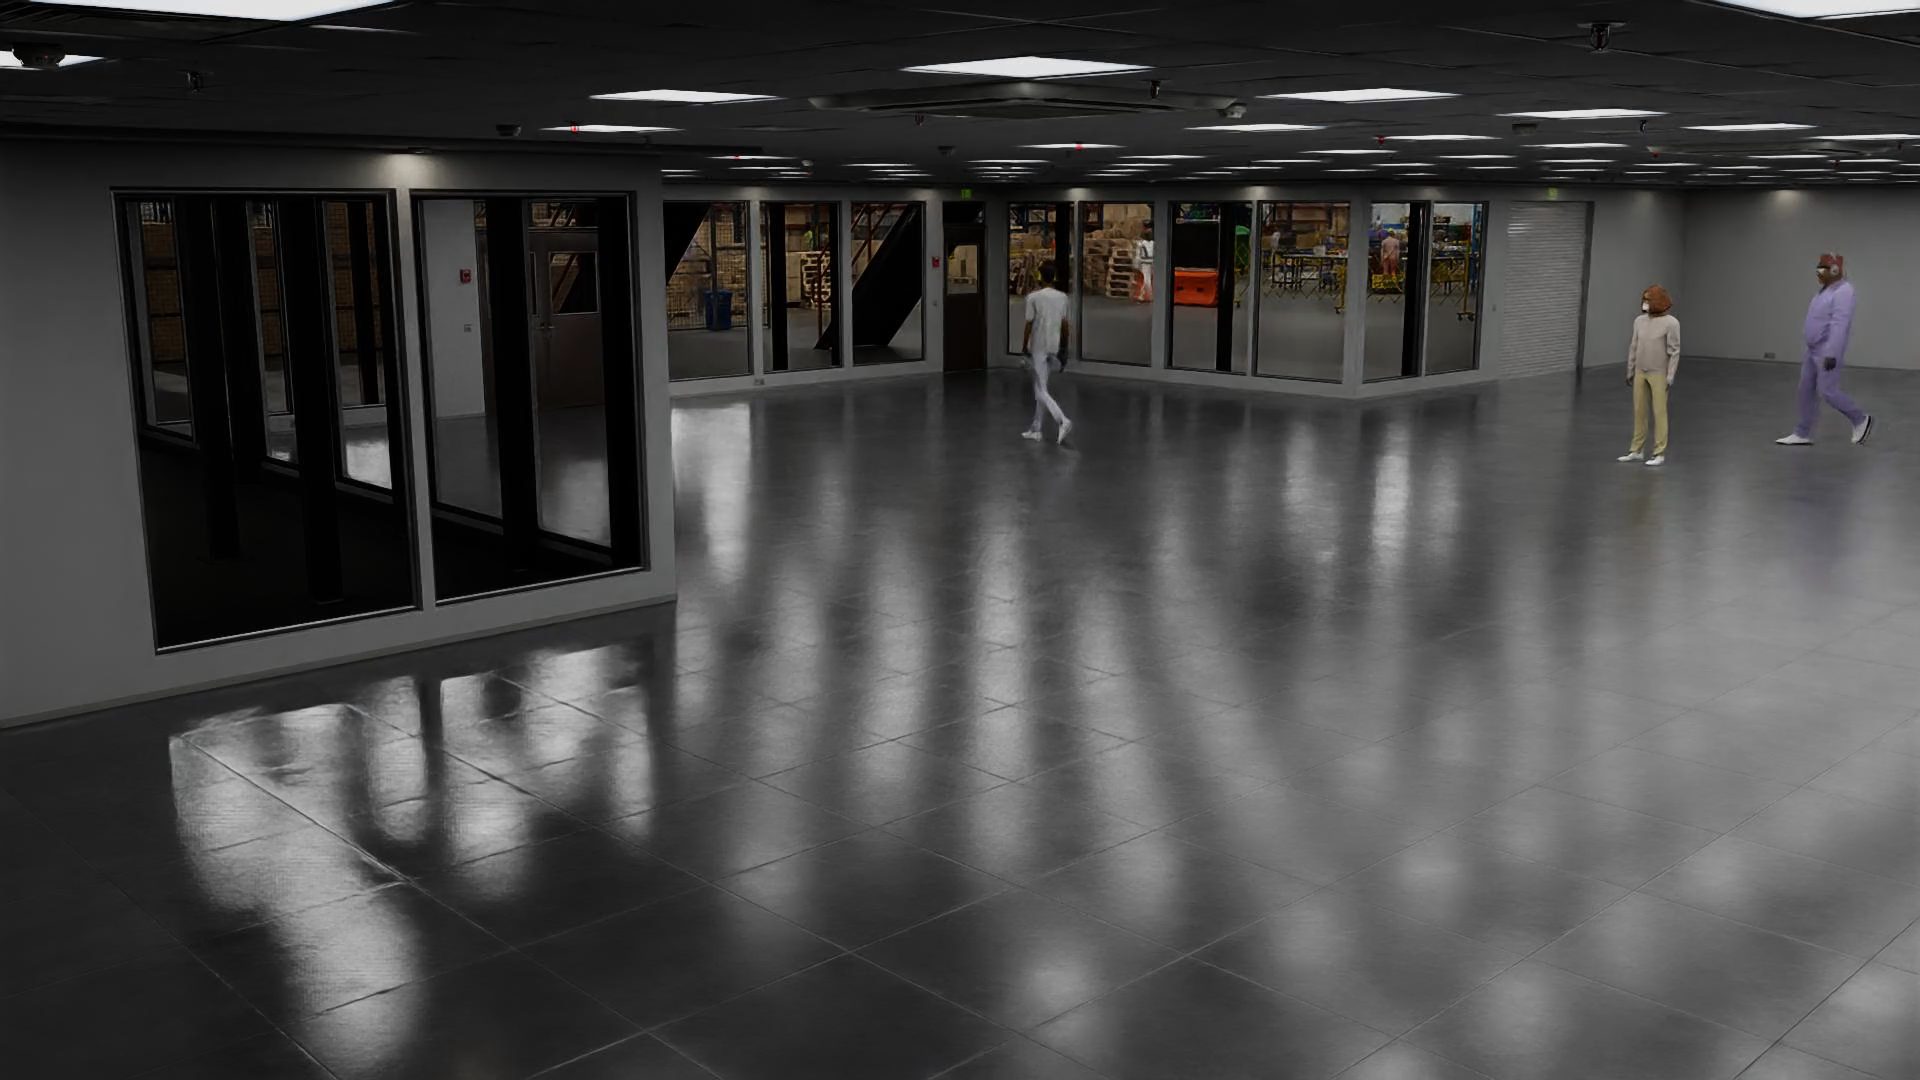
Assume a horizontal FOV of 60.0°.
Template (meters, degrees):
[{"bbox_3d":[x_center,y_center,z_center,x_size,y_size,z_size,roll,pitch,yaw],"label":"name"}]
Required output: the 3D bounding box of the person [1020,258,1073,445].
[{"bbox_3d":[0.864,-1.865,16.483,0.526,1.843,0.817,-8,14,-35],"label":"person"}]

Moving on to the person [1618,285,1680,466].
[{"bbox_3d":[6.290,-1.494,15.138,0.282,1.631,0.503,-6,13,-27],"label":"person"}]

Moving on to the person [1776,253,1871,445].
[{"bbox_3d":[8.501,-1.847,16.253,0.725,1.888,0.652,1,11,3],"label":"person"}]
